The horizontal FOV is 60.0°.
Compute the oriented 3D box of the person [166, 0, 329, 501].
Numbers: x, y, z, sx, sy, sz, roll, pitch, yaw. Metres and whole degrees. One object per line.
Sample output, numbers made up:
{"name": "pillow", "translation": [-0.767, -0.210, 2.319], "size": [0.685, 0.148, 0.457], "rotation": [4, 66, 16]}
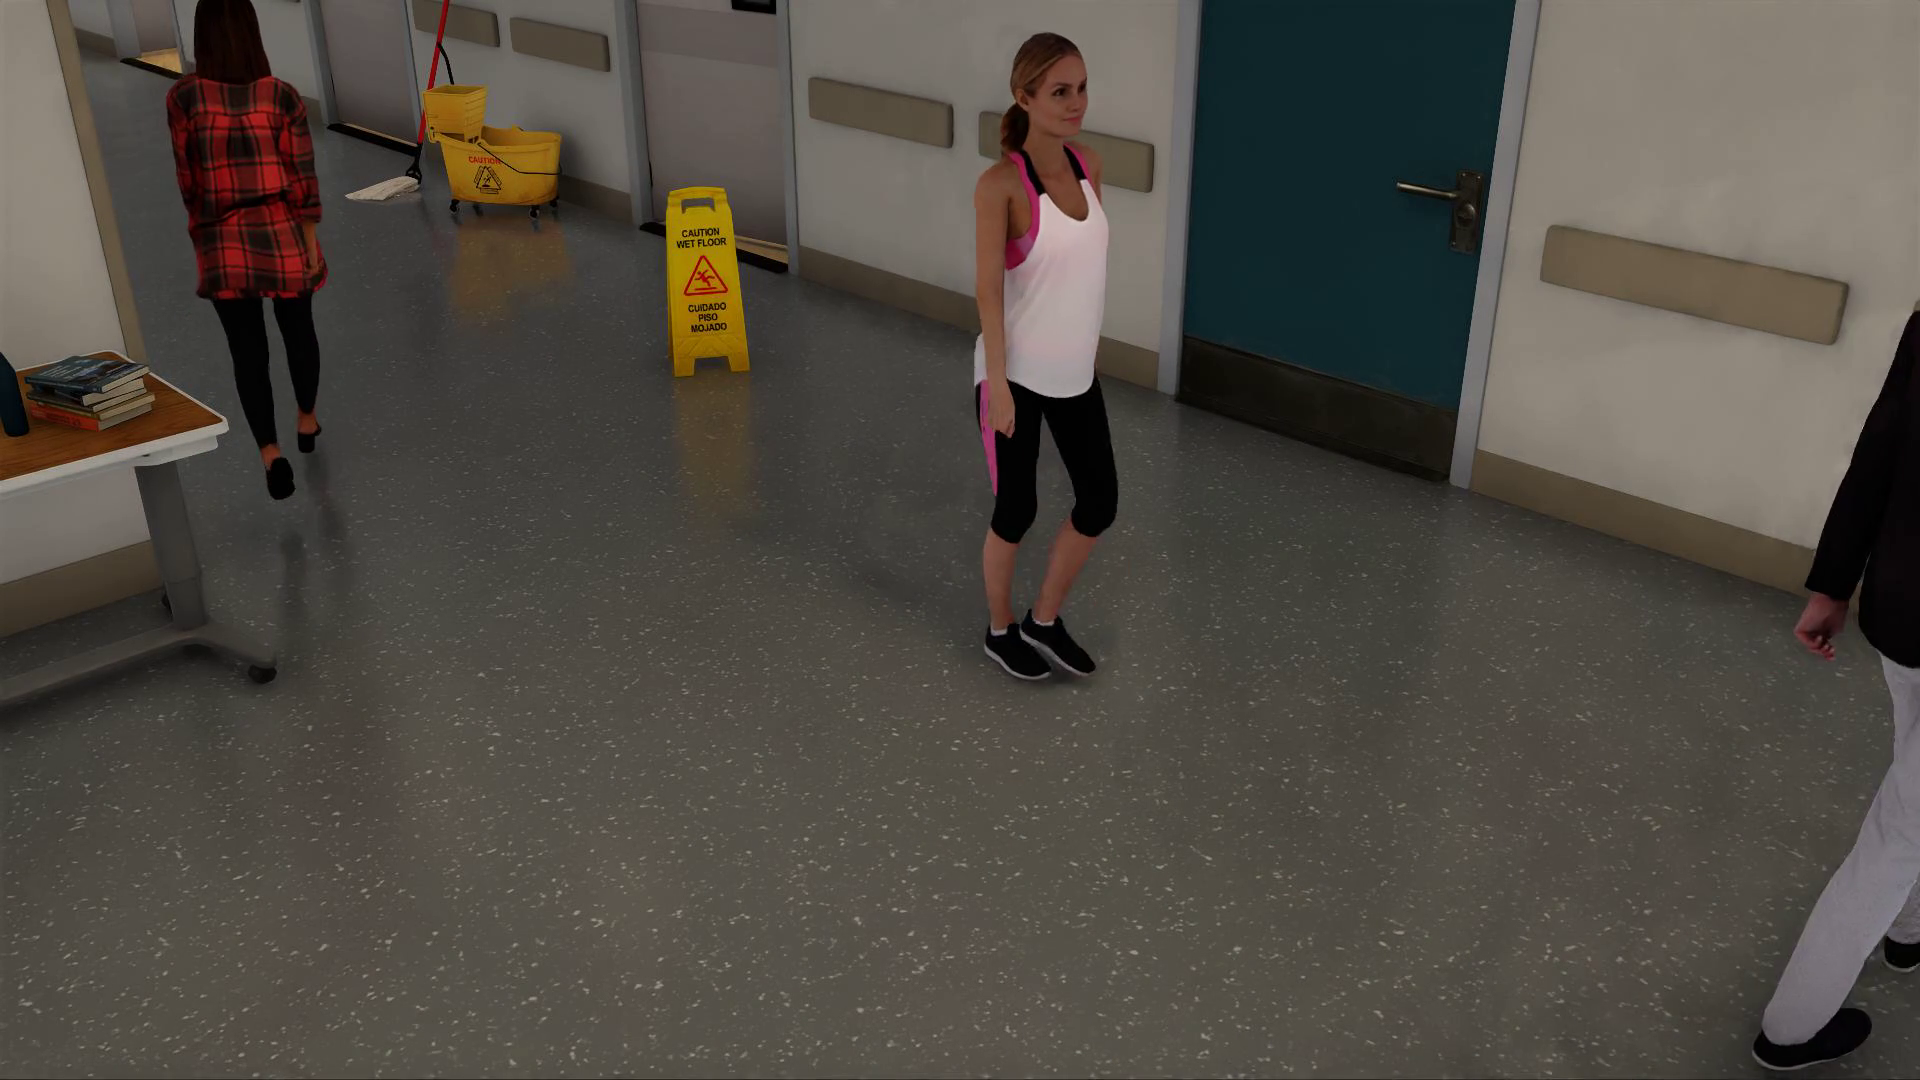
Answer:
{"name": "person", "translation": [-2.376, -0.946, 5.599], "size": [0.898, 1.667, 1.183], "rotation": [-10, 27, -19]}

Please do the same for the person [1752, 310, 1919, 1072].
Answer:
{"name": "person", "translation": [1.744, 0.224, 3.002], "size": [0.946, 1.816, 1.026], "rotation": [-13, 29, -24]}

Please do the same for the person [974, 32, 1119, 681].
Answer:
{"name": "person", "translation": [0.144, -0.443, 4.436], "size": [0.641, 1.771, 0.633], "rotation": [-21, 33, -36]}
